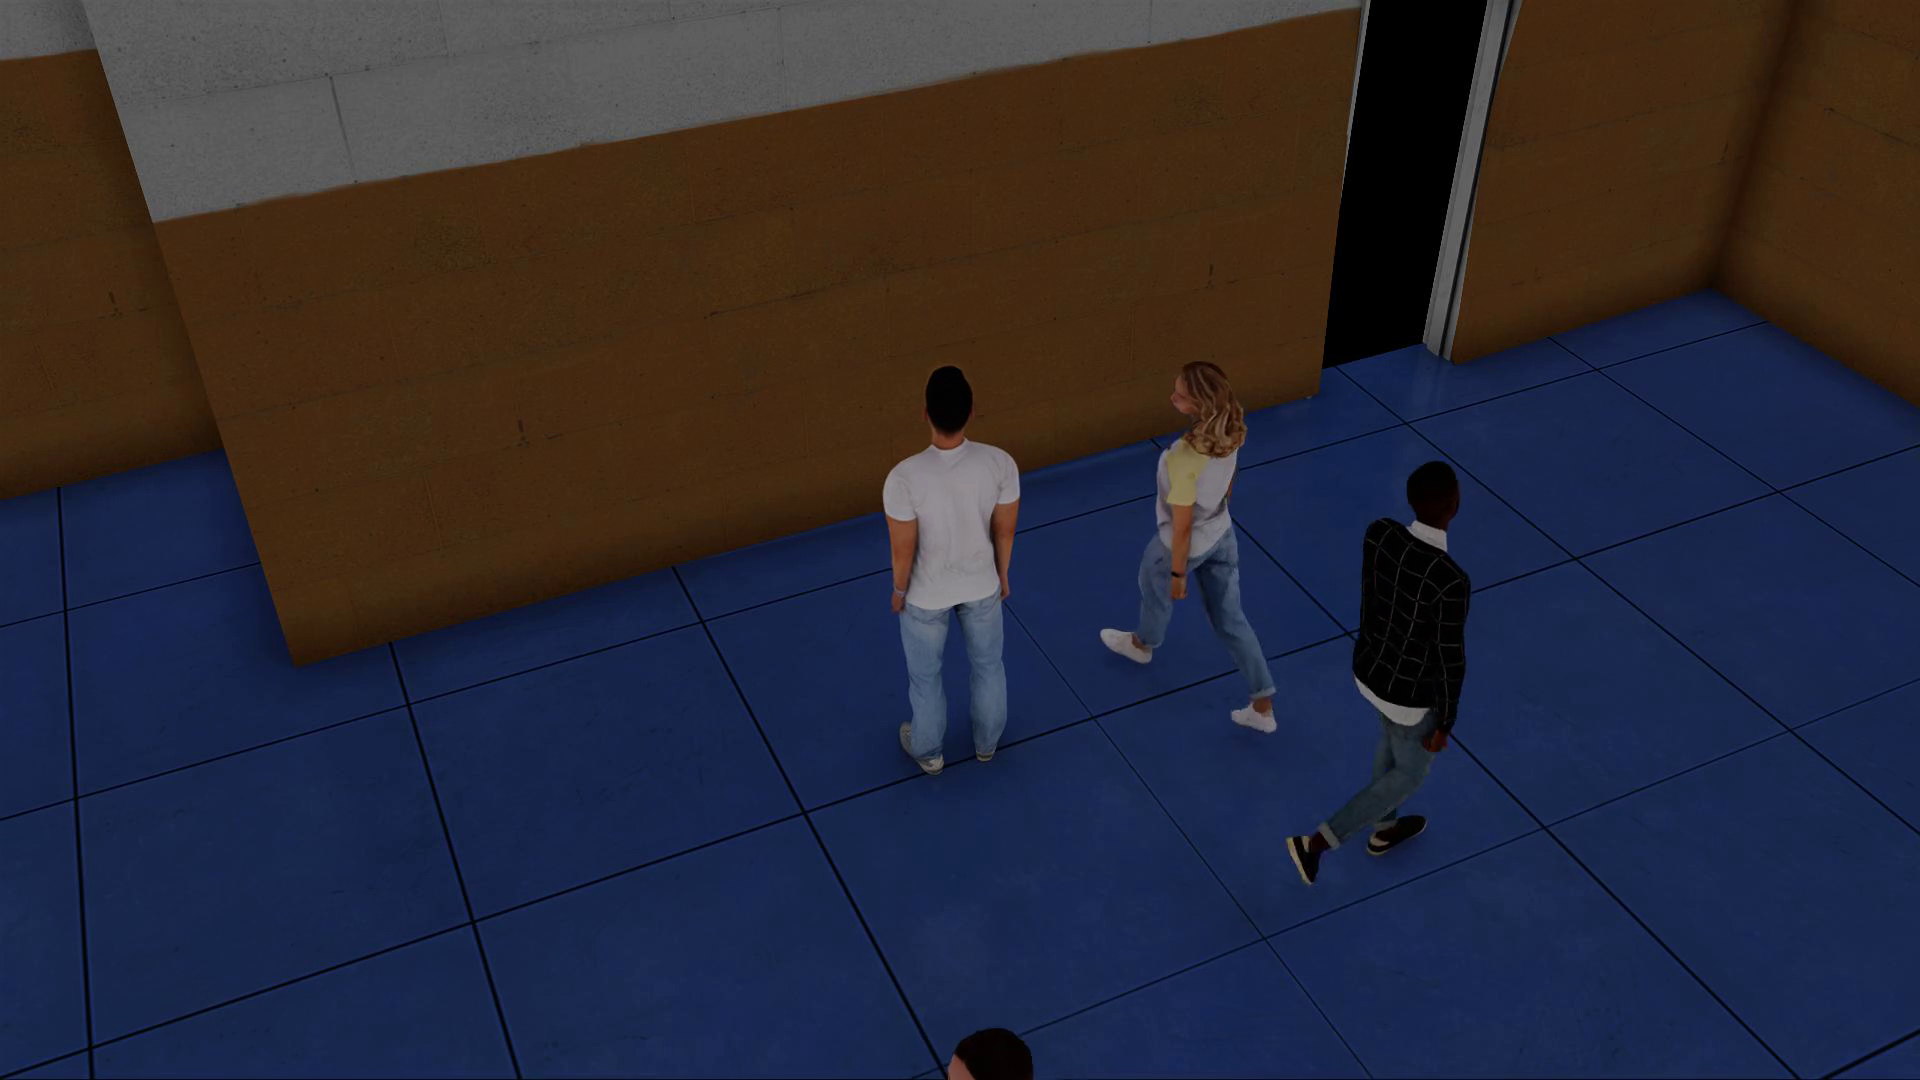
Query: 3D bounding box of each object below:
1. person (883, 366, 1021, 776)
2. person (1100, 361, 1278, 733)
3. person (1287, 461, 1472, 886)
[{"bbox_3d":[-0.033,0.150,6.444,0.707,1.866,0.616,-10,38,-13],"label":"person"},{"bbox_3d":[1.034,0.080,6.687,1.297,1.671,0.996,30,46,34],"label":"person"},{"bbox_3d":[1.507,0.544,5.982,0.761,1.791,0.940,-17,40,-21],"label":"person"}]
